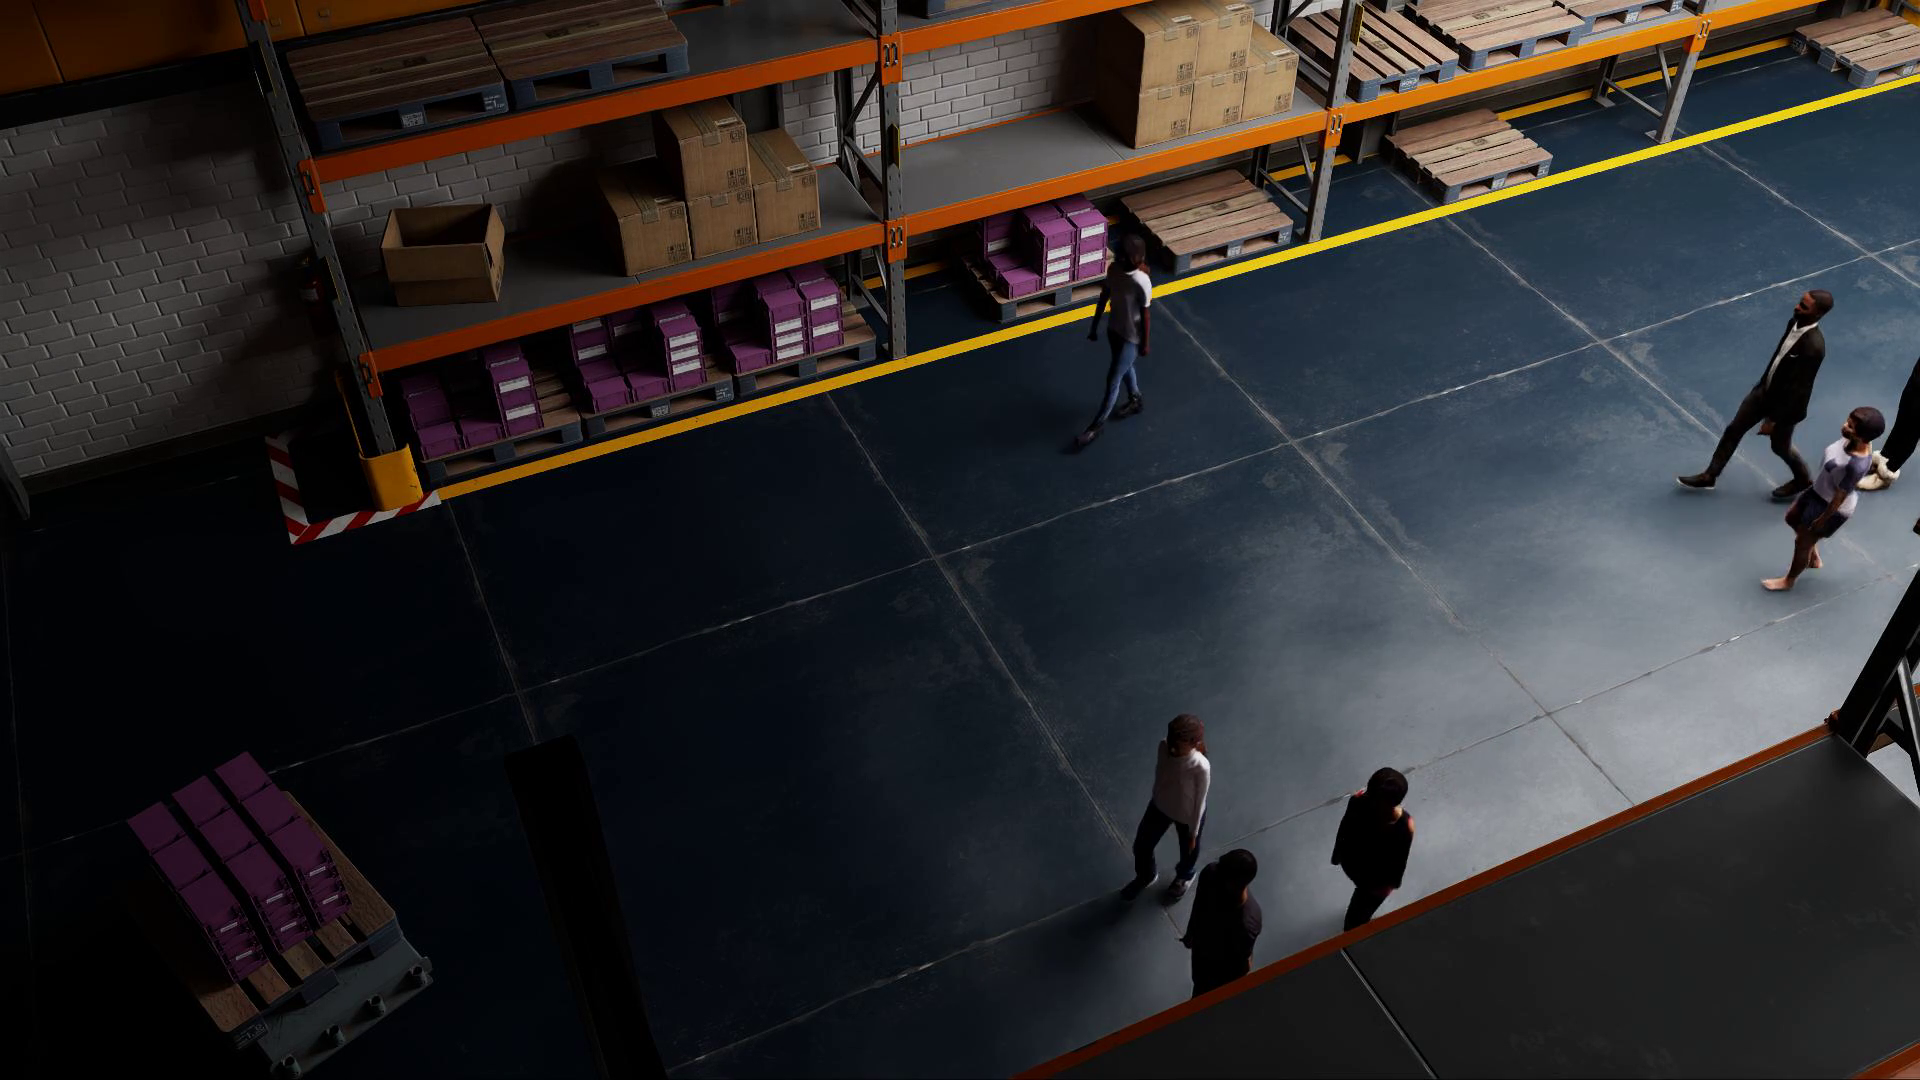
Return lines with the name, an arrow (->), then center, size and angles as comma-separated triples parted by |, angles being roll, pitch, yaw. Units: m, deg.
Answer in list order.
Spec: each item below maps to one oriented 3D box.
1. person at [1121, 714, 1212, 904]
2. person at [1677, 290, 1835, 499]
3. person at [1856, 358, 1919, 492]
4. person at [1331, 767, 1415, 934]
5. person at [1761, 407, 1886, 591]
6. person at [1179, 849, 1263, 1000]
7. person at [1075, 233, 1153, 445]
person -> 1.281, 1.454, 9.299 | 0.687, 1.541, 0.787 | 28, 50, 26
person -> 5.837, -0.954, 11.670 | 1.270, 1.759, 1.007 | 0, 44, 0
person -> 6.910, -1.068, 11.857 | 0.758, 1.664, 0.694 | -3, 44, -4
person -> 2.260, 1.715, 9.043 | 1.107, 1.516, 0.786 | -35, 53, -31
person -> 5.853, -0.266, 11.094 | 0.761, 1.556, 0.705 | 9, 44, 9
person -> 1.323, 2.122, 8.437 | 0.565, 1.764, 0.641 | -15, 46, -15
person -> 1.286, -1.546, 12.340 | 1.031, 1.691, 0.693 | -25, 49, -24
